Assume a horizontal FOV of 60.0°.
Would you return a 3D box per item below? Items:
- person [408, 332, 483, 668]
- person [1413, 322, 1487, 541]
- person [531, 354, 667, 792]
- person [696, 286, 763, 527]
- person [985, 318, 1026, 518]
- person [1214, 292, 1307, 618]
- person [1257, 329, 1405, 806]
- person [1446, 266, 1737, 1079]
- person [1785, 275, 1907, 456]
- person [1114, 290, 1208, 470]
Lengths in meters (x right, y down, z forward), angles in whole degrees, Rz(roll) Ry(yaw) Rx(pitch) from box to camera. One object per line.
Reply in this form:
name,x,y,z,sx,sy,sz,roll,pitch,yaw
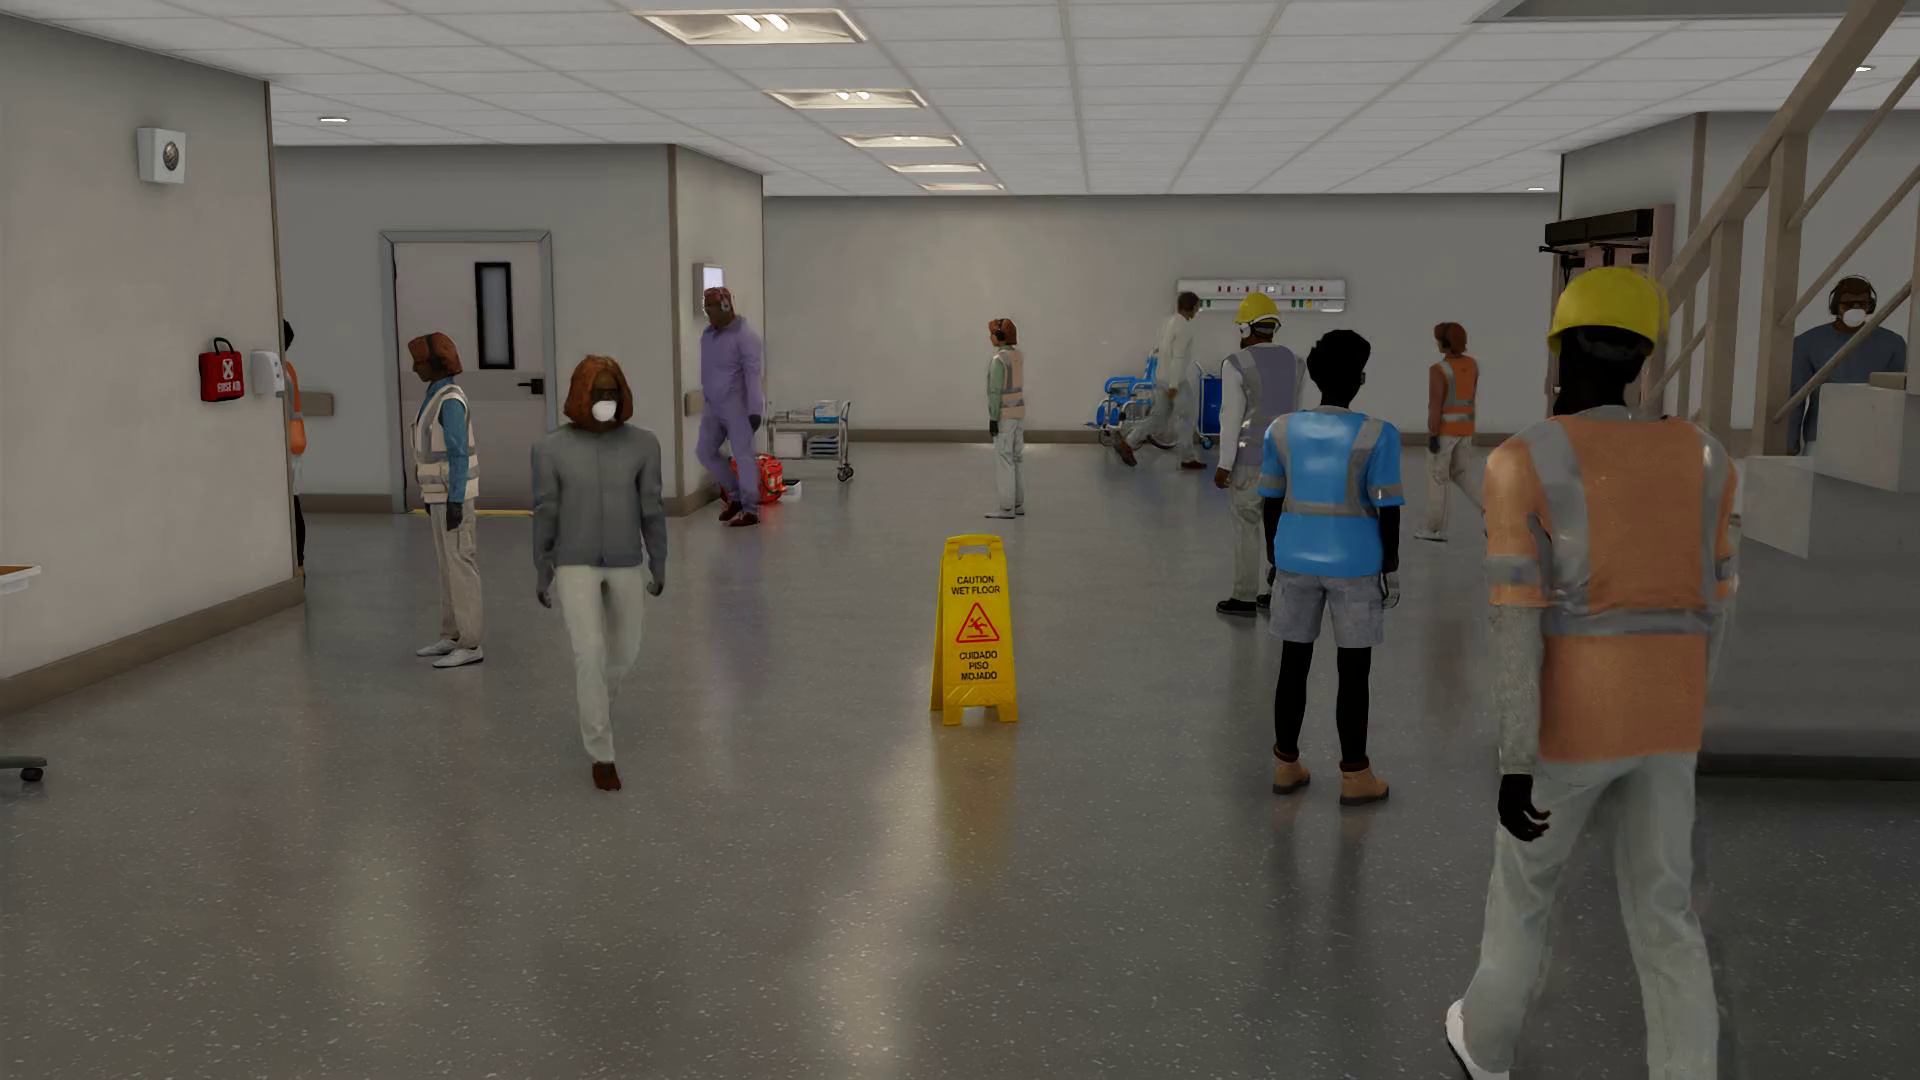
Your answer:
person,-2.518,-0.197,8.166,0.314,1.639,0.515,-4,9,-28
person,3.633,-0.777,12.143,0.529,1.620,0.569,-6,10,-34
person,-1.377,0.092,6.325,0.501,1.605,0.708,-4,9,-26
person,-1.810,-1.043,13.077,0.759,1.881,0.451,8,11,43
person,0.373,-0.988,13.578,0.315,1.629,0.507,4,9,25
person,1.676,-0.479,9.424,0.600,1.829,0.404,-5,10,-32
person,1.329,0.098,5.959,0.542,1.695,0.316,6,10,36
person,1.324,0.376,3.478,0.614,1.870,0.970,-2,9,-11
person,5.048,-0.541,9.533,0.634,1.930,0.384,2,9,15
person,2.095,-1.641,17.219,0.930,1.887,0.643,-2,9,-13
